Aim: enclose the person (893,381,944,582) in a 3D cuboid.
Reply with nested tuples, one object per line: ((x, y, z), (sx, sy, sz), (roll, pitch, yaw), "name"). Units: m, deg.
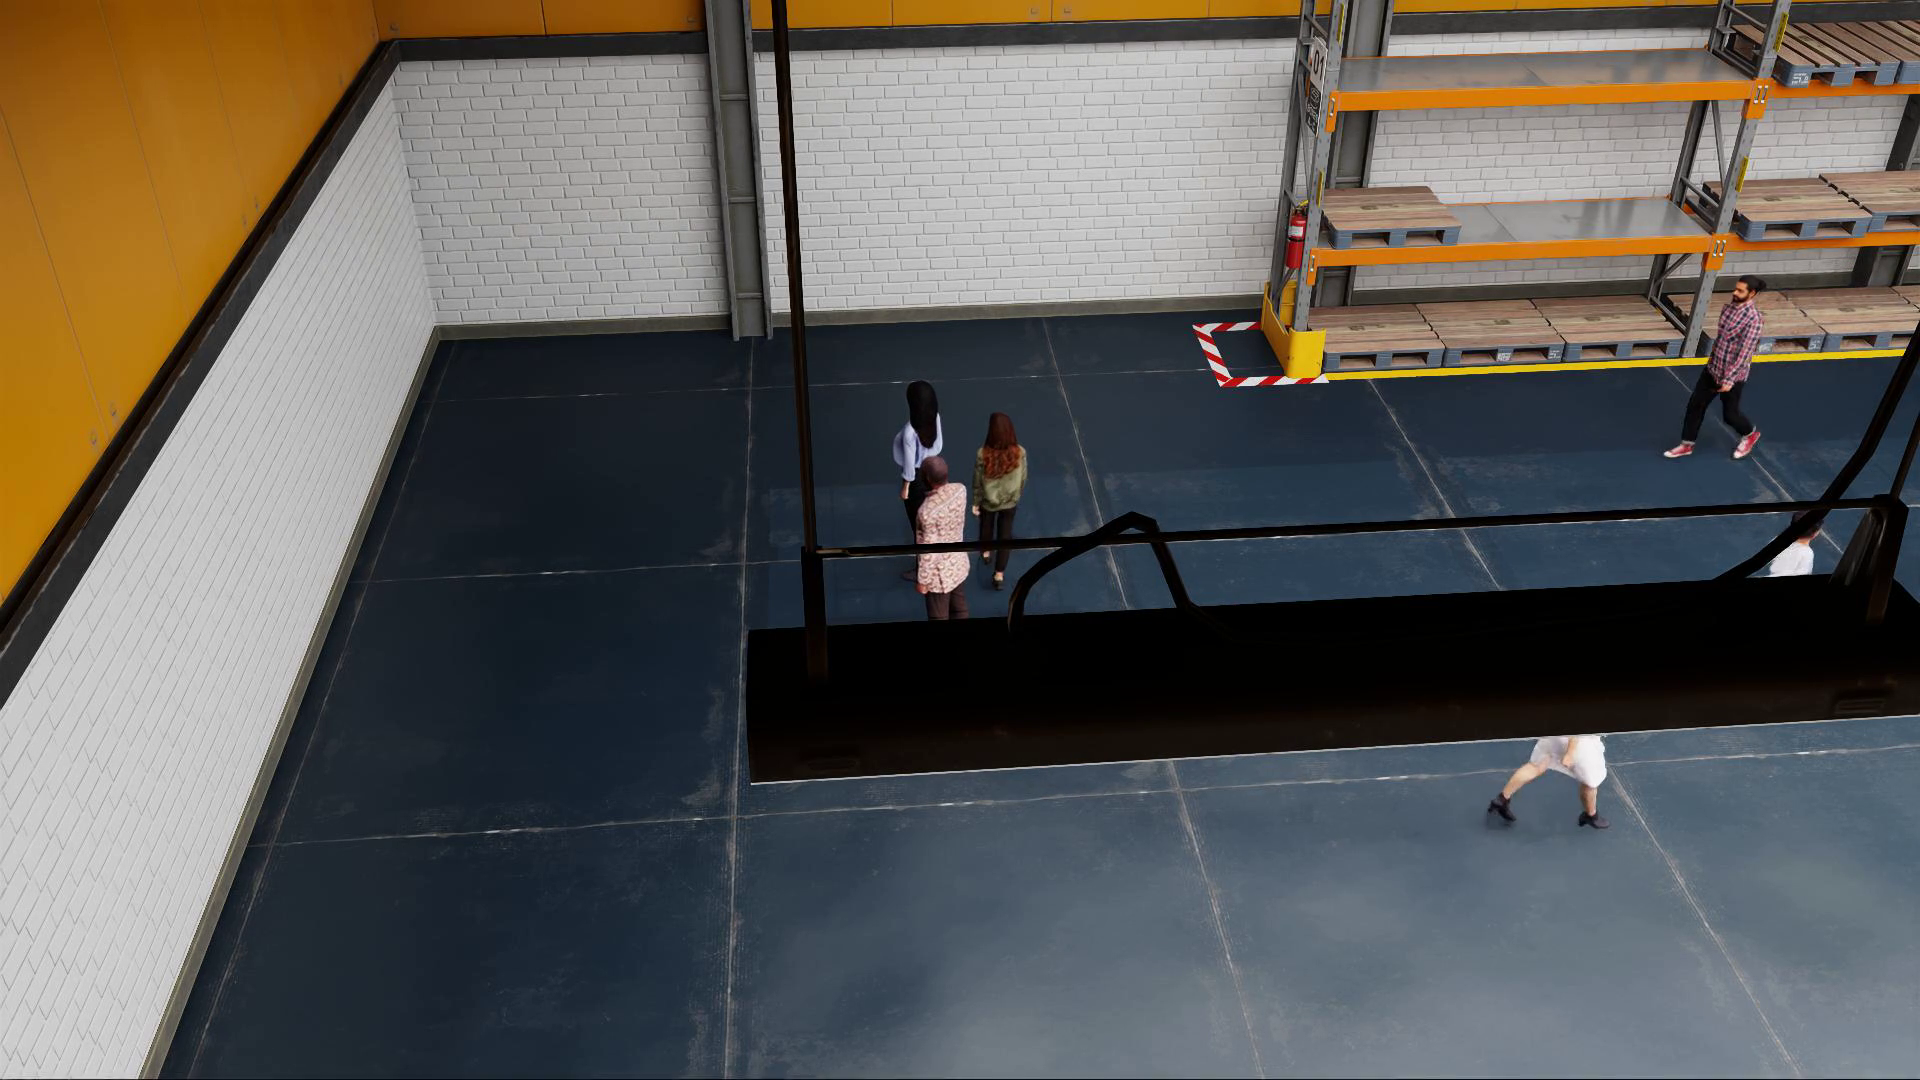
((-0.299, -0.461, 12.953), (0.750, 1.744, 0.732), (17, 37, 24), "person")

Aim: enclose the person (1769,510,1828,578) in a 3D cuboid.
((6.012, 0.330, 12.222), (0.943, 1.235, 0.652), (-13, 36, -18), "person")

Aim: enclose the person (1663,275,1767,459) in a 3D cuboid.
((6.756, -1.482, 14.484), (1.126, 1.750, 0.813), (-10, 35, -14), "person")

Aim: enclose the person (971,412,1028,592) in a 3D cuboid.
((0.315, -0.264, 12.921), (0.763, 1.451, 0.682), (0, 34, 0), "person")

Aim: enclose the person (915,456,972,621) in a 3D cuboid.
((-0.114, 0.194, 11.909), (0.803, 1.810, 0.775), (18, 38, 25), "person")
